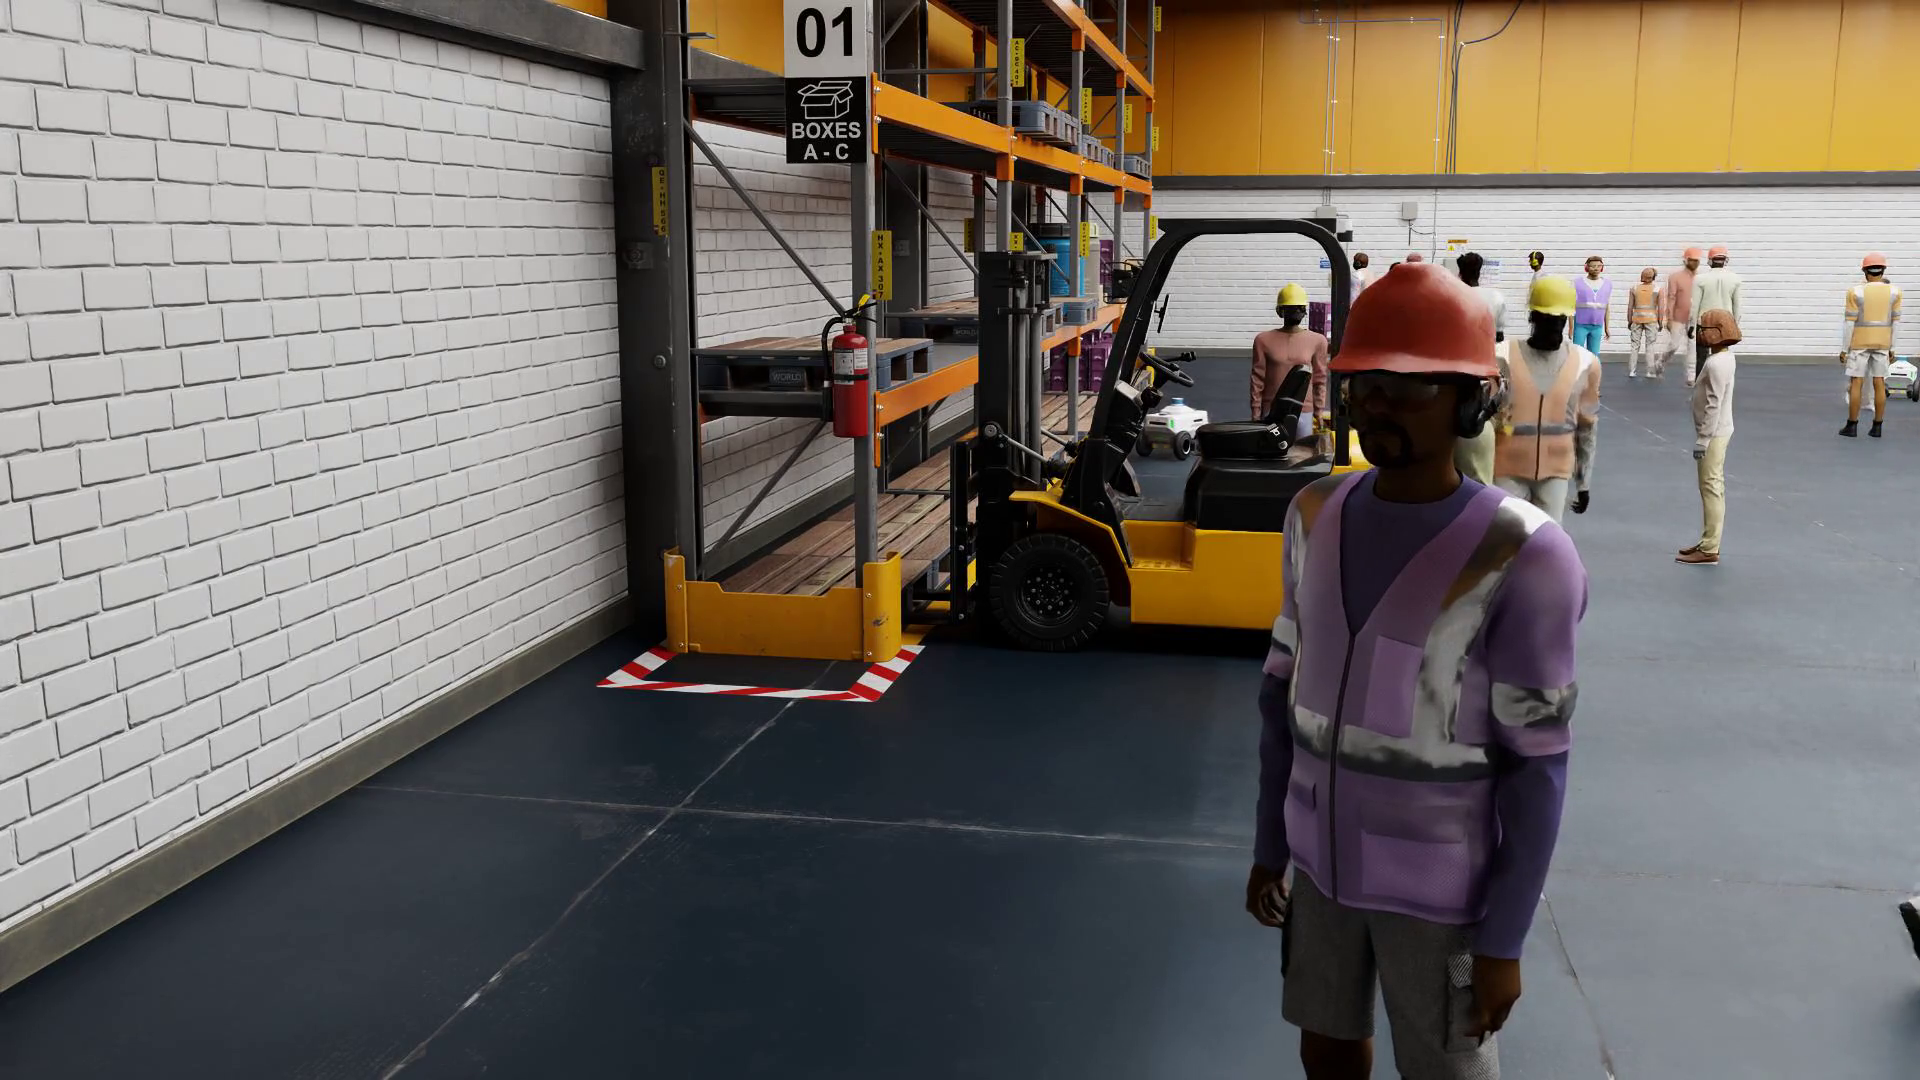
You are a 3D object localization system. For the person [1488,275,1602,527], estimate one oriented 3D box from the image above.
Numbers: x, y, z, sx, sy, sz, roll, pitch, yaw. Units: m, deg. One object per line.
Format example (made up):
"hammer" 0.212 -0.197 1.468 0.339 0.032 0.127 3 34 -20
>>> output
"person" 2.844 -0.357 8.264 0.601 1.906 0.546 2 10 9

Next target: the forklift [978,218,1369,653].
"forklift" 1.285 -0.567 8.635 2.313 2.155 1.214 2 11 11

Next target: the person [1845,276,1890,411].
"person" 10.979 -2.368 20.061 0.537 1.623 0.523 0 10 2

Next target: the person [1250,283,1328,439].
"person" 2.281 -0.889 11.588 0.529 1.764 0.299 2 10 9

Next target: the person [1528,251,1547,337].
"person" 9.034 -3.590 26.123 0.327 1.862 0.519 5 11 25

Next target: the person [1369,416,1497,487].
"person" 1.740 0.034 6.340 0.404 1.827 0.600 -5 11 -24

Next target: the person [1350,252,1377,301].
"person" 6.273 -3.593 26.184 0.429 1.846 0.626 10 14 44

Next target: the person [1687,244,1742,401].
"person" 9.525 -2.728 21.035 0.623 1.989 0.401 1 10 6

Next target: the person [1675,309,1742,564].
"person" 4.810 -0.659 10.674 0.286 1.633 0.500 6 12 29

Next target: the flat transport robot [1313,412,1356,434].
"flat transport robot" 4.298 -1.256 17.683 1.431 0.197 0.652 -5 11 -25

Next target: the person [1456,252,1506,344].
"person" 4.558 -1.611 14.996 0.645 1.952 0.510 -2 10 -10

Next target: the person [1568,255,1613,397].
"person" 8.231 -2.792 21.784 0.563 1.848 0.390 -1 10 -3

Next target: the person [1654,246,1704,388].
"person" 10.102 -3.119 23.246 0.624 1.974 0.833 -2 10 -9

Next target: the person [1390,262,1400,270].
"person" 6.839 -3.517 26.172 0.315 1.695 0.541 -2 11 -11

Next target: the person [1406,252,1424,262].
"person" 5.915 -2.809 21.726 0.667 1.895 0.427 5 11 26

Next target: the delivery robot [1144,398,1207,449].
"delivery robot" 2.066 -1.114 15.871 0.477 0.478 0.707 8 13 37

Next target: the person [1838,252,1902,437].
"person" 9.509 -2.036 17.417 0.543 1.928 0.373 2 11 11

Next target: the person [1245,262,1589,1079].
"person" 0.732 0.560 2.861 0.365 2.048 0.608 -8 13 -36

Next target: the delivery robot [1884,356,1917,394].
"delivery robot" 12.108 -2.124 21.407 0.477 0.478 0.707 6 12 32

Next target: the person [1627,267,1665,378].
"person" 10.169 -3.217 24.686 0.523 1.638 0.310 8 13 38

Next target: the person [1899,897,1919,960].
"person" 2.982 0.450 4.664 0.707 1.616 0.526 -2 11 -13
